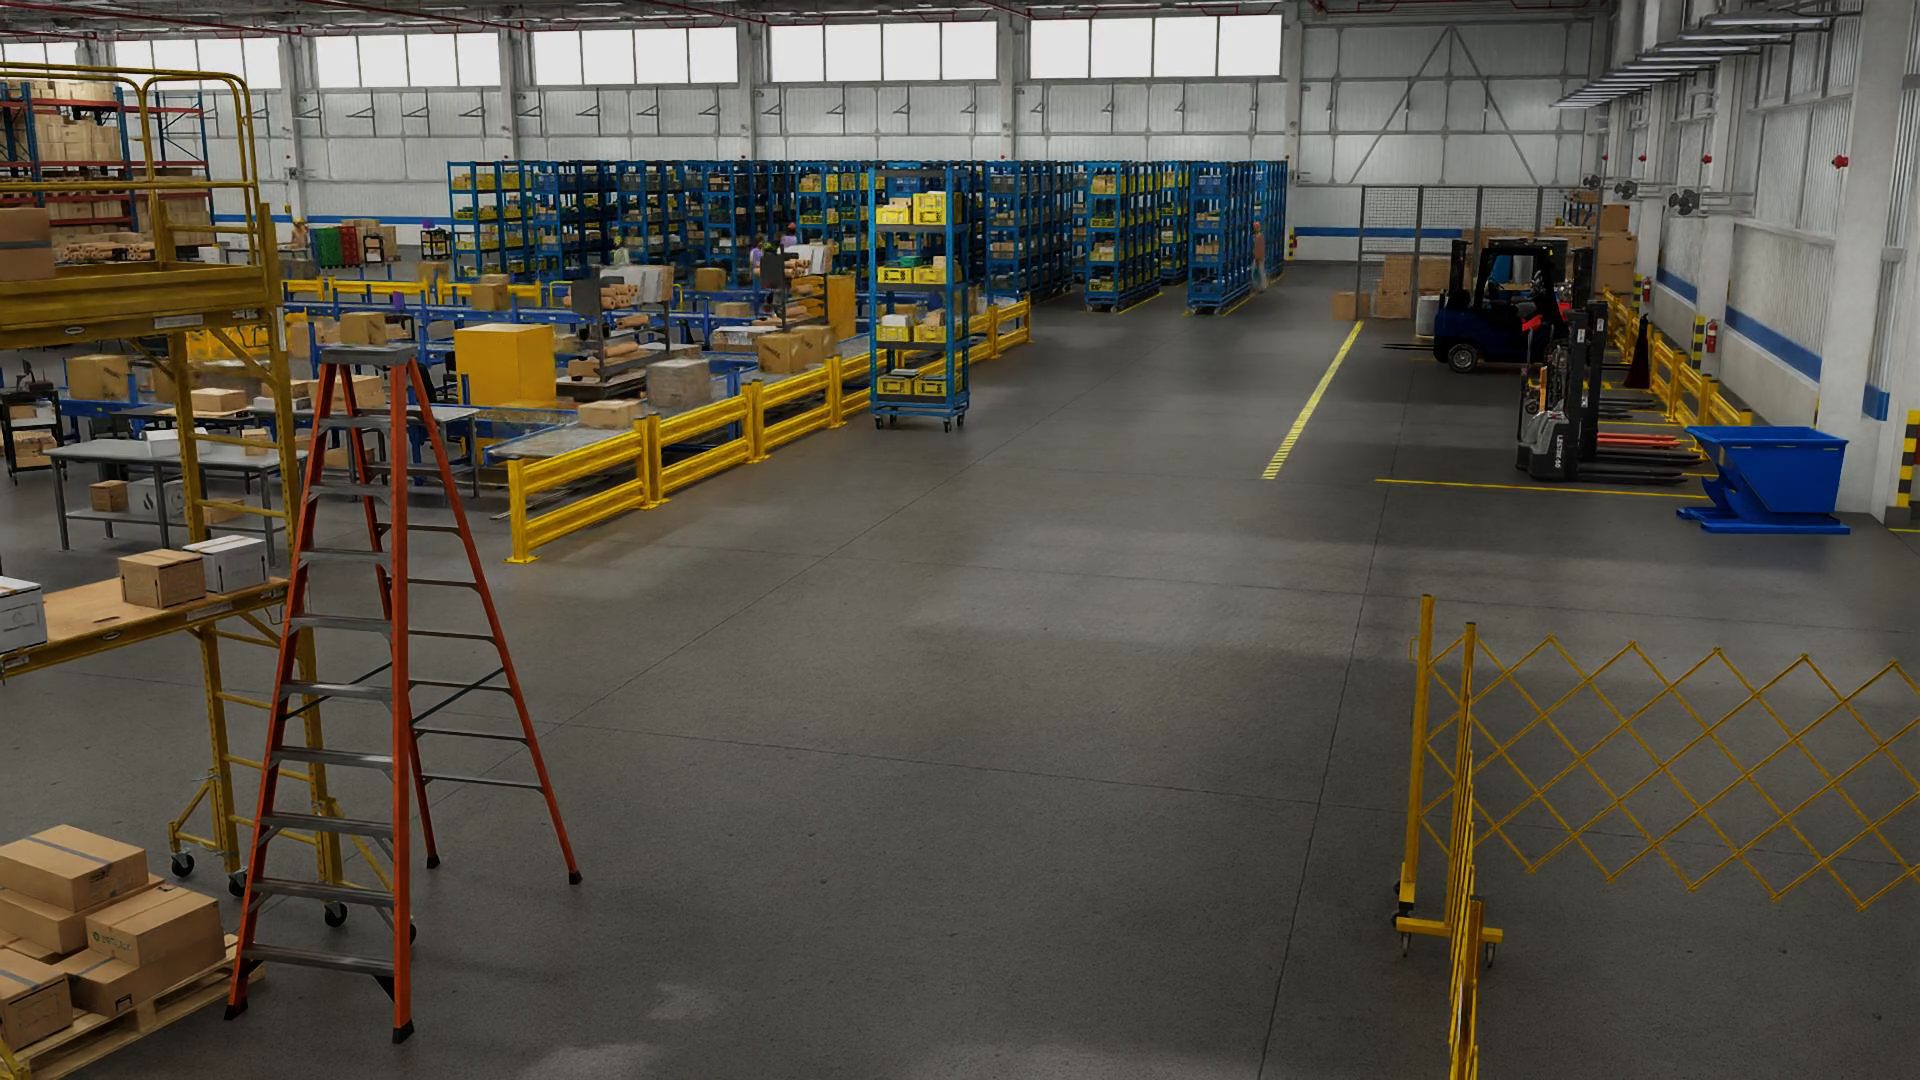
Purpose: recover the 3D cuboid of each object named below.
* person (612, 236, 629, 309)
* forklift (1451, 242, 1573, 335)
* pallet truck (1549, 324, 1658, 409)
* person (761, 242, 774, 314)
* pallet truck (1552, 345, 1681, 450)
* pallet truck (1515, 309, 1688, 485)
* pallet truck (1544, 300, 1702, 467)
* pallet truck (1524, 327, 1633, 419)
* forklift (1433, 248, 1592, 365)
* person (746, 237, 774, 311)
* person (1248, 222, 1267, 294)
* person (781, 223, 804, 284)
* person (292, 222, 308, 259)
[{"bbox_3d":[-8.378,-6.631,41.252,0.503,1.812,0.623,3,13,14],"label":"person"},{"bbox_3d":[10.464,-4.597,31.405,2.680,1.987,1.157,4,14,16],"label":"forklift"},{"bbox_3d":[9.824,-2.669,25.407,1.601,1.201,0.680,4,14,16],"label":"pallet truck"},{"bbox_3d":[-4.500,-6.184,39.460,0.517,1.751,0.527,7,15,29],"label":"person"},{"bbox_3d":[8.641,-1.896,21.908,1.630,1.274,0.653,4,14,16],"label":"pallet truck"},{"bbox_3d":[7.554,-1.677,19.446,1.885,1.965,0.823,3,13,14],"label":"pallet truck"},{"bbox_3d":[8.263,-1.952,20.631,1.885,1.965,0.823,5,14,20],"label":"pallet truck"},{"bbox_3d":[9.065,-2.460,24.370,1.522,1.261,0.704,3,13,14],"label":"pallet truck"},{"bbox_3d":[9.780,-4.111,29.280,2.680,1.987,1.157,3,13,14],"label":"forklift"},{"bbox_3d":[-4.961,-6.539,40.898,0.983,1.799,0.595,7,15,27],"label":"person"},{"bbox_3d":[8.123,-7.772,45.850,0.856,1.950,0.644,9,16,35],"label":"person"},{"bbox_3d":[-4.456,-7.445,44.374,0.625,1.999,1.039,1,13,6],"label":"person"},{"bbox_3d":[-21.812,-9.702,54.989,0.544,1.584,0.846,-10,16,-36],"label":"person"}]
